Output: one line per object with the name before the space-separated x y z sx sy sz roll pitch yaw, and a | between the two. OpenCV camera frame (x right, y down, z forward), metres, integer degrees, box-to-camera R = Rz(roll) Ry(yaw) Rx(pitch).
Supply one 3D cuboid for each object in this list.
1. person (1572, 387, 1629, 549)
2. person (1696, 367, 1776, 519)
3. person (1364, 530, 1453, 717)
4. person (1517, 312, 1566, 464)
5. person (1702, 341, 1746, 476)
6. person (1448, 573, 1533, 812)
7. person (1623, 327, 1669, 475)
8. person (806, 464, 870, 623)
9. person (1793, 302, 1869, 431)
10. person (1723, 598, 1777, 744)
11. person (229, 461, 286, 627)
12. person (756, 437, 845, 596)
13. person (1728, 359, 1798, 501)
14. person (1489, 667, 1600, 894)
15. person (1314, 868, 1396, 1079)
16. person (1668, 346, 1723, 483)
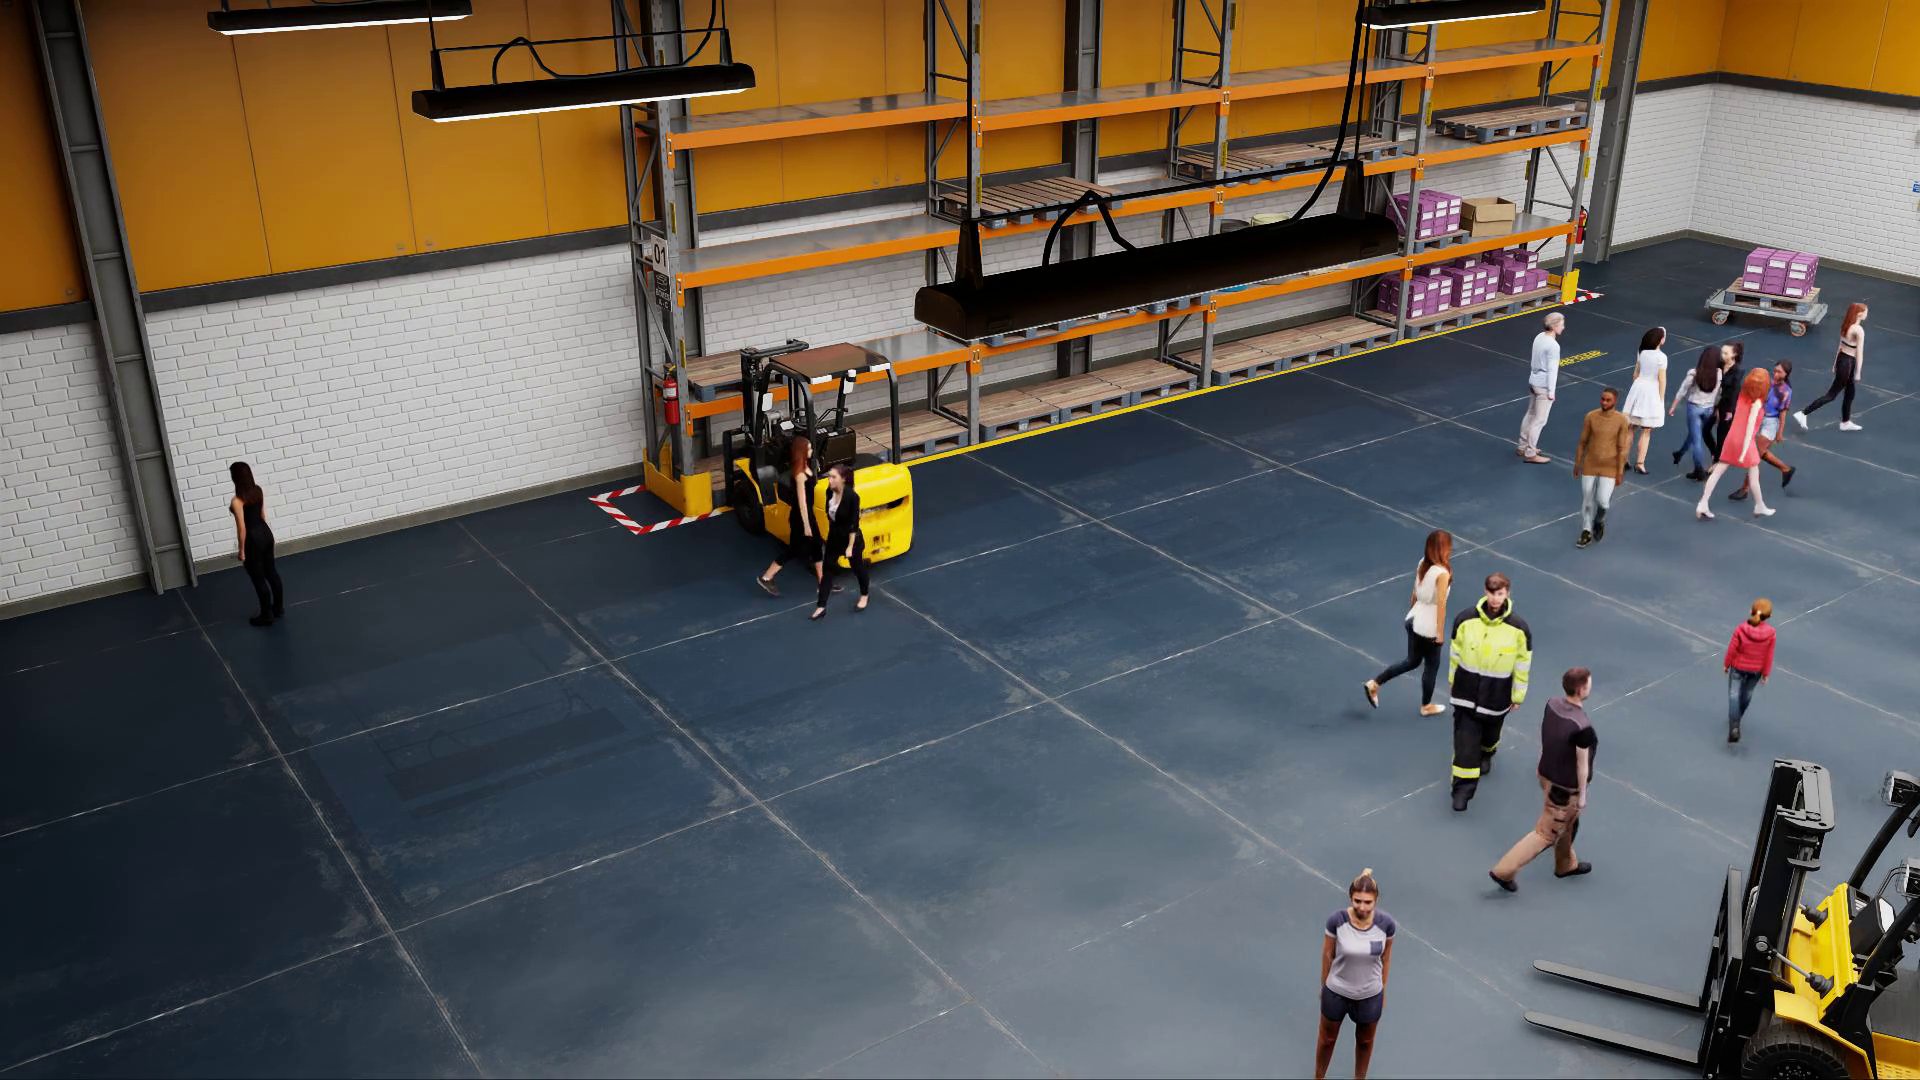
person | 6.964 -0.806 18.039 0.777 1.808 0.799 14 27 29
person | 8.621 -1.031 18.592 1.165 1.777 0.913 -3 24 -7
person | 3.953 0.763 14.507 1.077 1.761 0.864 -4 24 -10
person | 7.128 -1.879 20.396 0.751 1.887 0.737 -1 24 -1
person | 9.205 -1.583 19.947 0.654 1.704 0.659 -14 27 -28
person | 4.264 1.139 13.432 1.262 1.935 1.410 8 25 17
person | 8.260 -1.684 20.039 0.732 1.815 0.711 -13 27 -27
person | -1.069 0.009 16.409 0.803 1.620 1.109 17 29 34
person | 11.234 -2.176 21.301 1.214 1.707 1.052 1 24 2
person | 6.736 1.136 14.237 0.829 1.295 0.938 7 25 15
person | -6.901 0.028 16.283 0.735 1.687 0.662 6 24 13
person | -1.689 -0.209 16.814 1.170 1.696 1.020 1 24 2
person | 9.402 -1.269 19.219 1.159 1.712 0.875 -3 24 -8
person | 4.308 1.771 12.143 1.255 1.808 1.015 -3 24 -8
person | 2.402 2.740 10.155 0.645 1.624 0.718 2 24 5
person | 8.885 -1.473 19.855 1.113 1.576 1.095 -4 24 -8
